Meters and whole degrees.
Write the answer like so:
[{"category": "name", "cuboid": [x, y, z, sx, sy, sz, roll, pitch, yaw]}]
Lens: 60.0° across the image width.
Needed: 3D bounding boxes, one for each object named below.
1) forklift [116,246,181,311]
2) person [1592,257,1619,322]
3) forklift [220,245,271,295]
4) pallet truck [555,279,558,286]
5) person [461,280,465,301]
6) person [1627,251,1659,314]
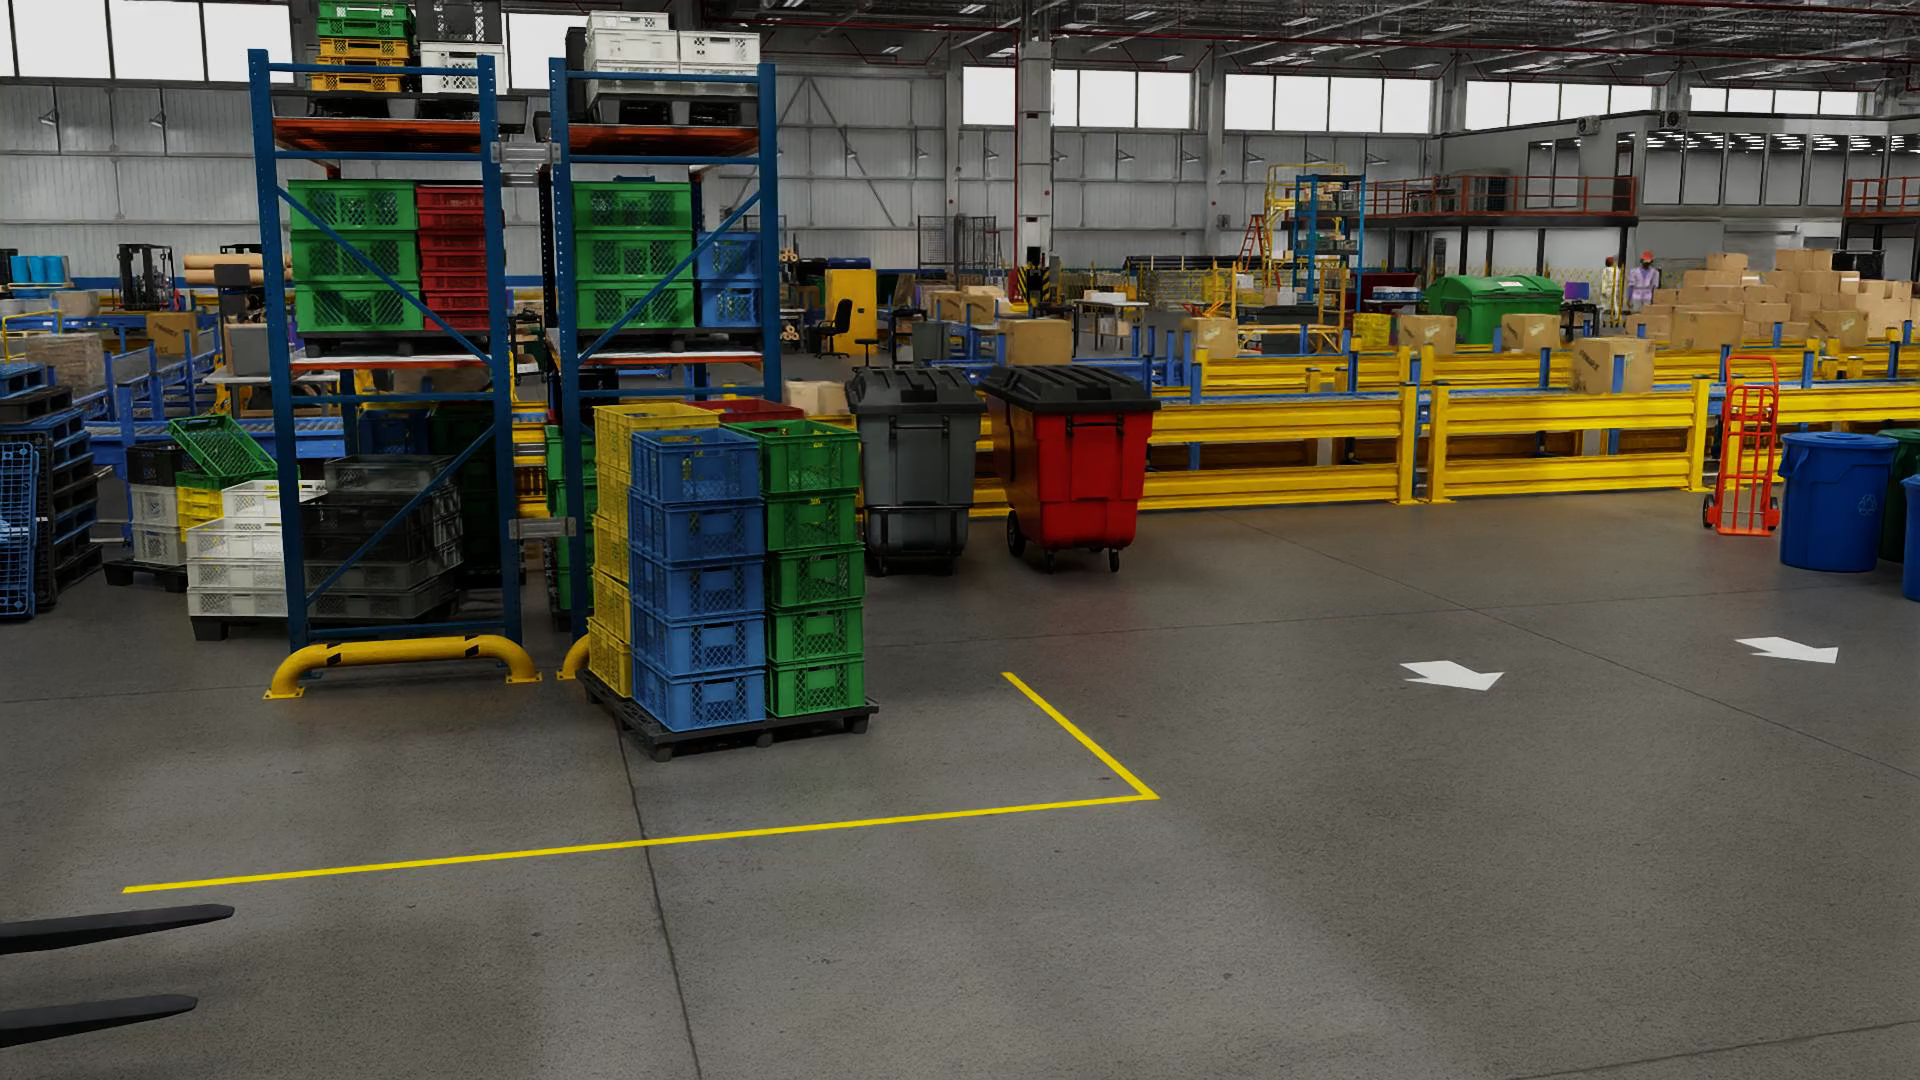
[{"category": "forklift", "cuboid": [-19.966, -6.232, 40.894, 1.157, 1.987, 2.680, -3, 10, -15]}, {"category": "person", "cuboid": [18.197, -7.015, 46.641, 0.576, 1.840, 0.985, -3, 10, -15]}, {"category": "forklift", "cuboid": [-17.749, -6.334, 41.440, 1.157, 1.987, 2.680, -3, 10, -17]}, {"category": "pallet truck", "cuboid": [-10.604, -6.375, 44.520, 0.653, 1.274, 1.630, -3, 10, -15]}, {"category": "person", "cuboid": [-7.099, -2.990, 24.051, 0.550, 1.751, 0.368, -10, 14, -43]}, {"category": "person", "cuboid": [14.903, -5.282, 36.284, 0.627, 2.024, 0.422, 3, 11, 19]}]
